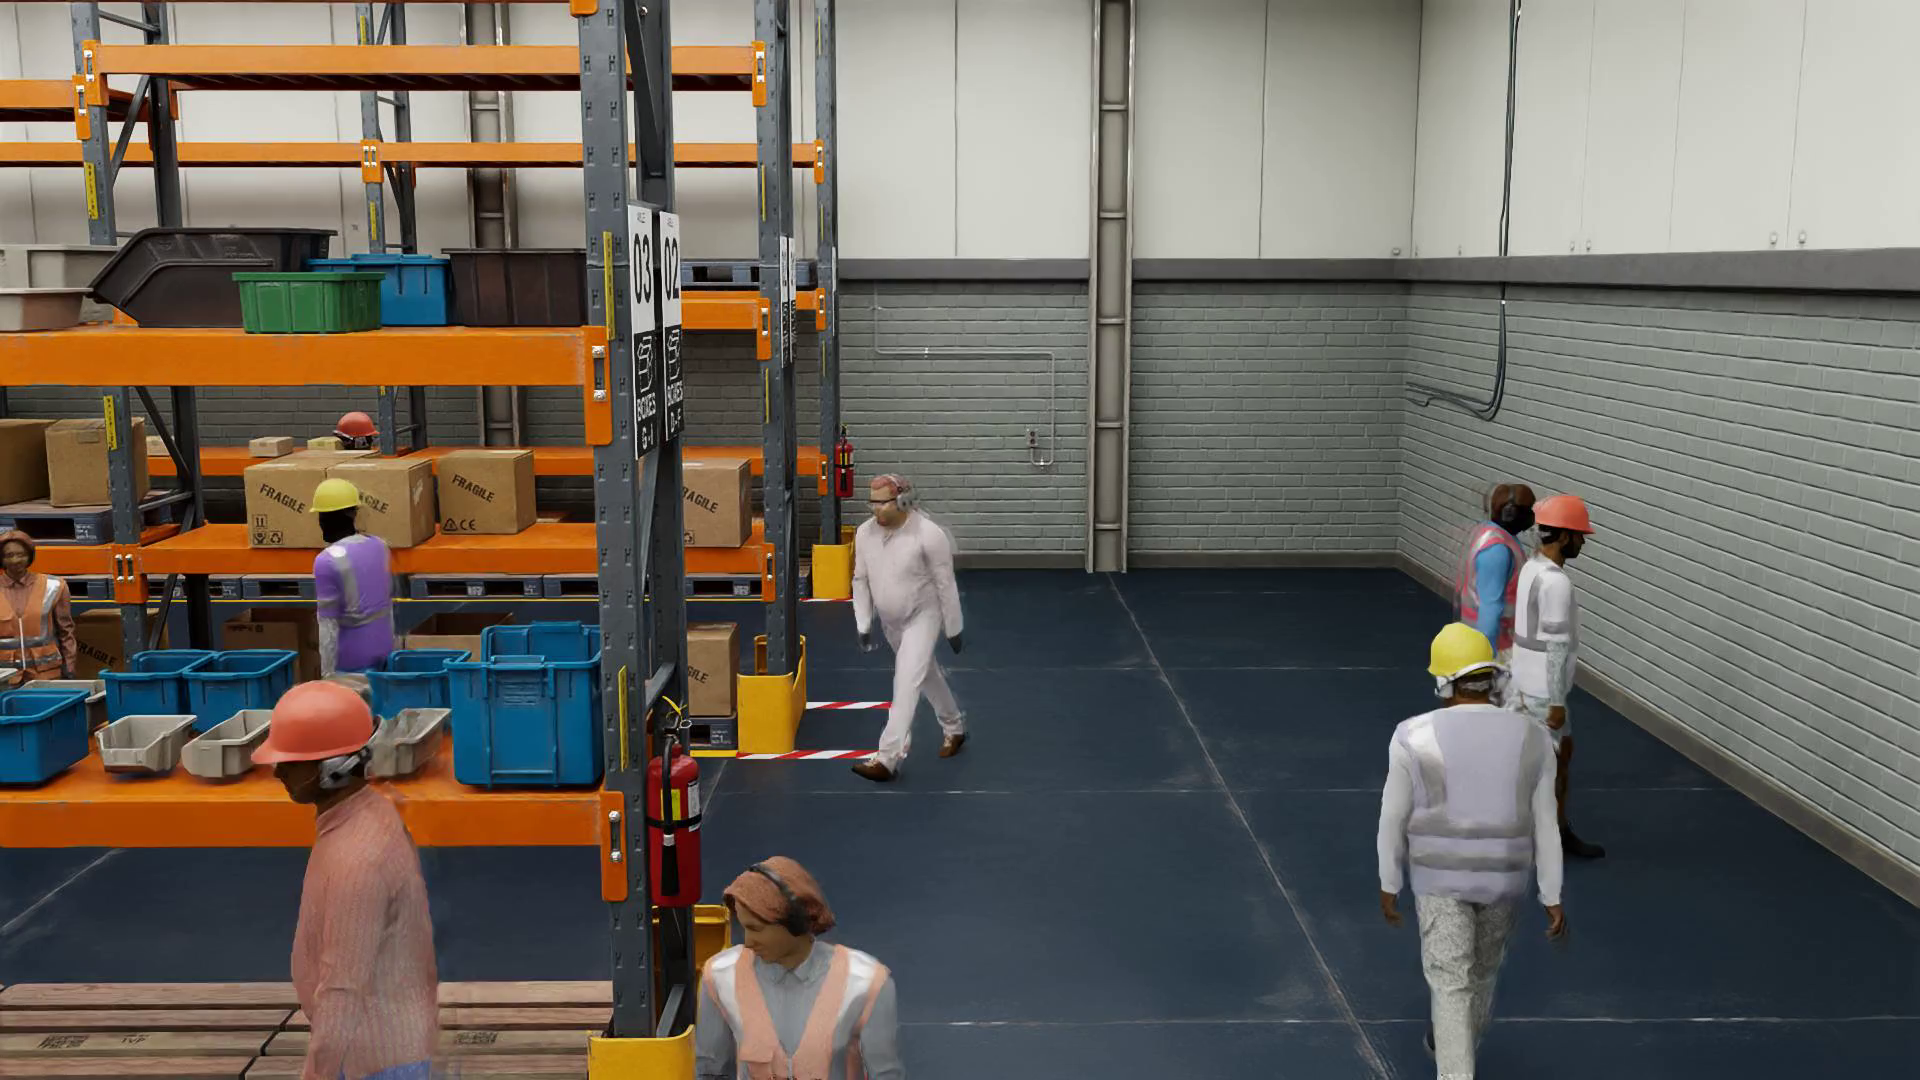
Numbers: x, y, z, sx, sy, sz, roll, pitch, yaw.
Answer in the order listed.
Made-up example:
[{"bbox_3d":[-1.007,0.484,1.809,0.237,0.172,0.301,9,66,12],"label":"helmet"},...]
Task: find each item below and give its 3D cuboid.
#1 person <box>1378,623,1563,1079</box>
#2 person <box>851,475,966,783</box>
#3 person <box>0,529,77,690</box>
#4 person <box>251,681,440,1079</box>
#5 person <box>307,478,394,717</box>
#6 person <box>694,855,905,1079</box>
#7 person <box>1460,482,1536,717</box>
[{"bbox_3d":[1.808,1.203,5.870,0.630,1.786,0.929,0,9,0],"label":"person"},{"bbox_3d":[-0.304,0.505,10.053,0.637,1.826,1.126,8,12,41],"label":"person"},{"bbox_3d":[-5.078,0.755,9.032,0.522,1.637,0.305,-5,11,-29],"label":"person"},{"bbox_3d":[-1.704,1.342,4.423,0.851,1.960,0.618,-4,10,-25],"label":"person"},{"bbox_3d":[-3.247,0.612,9.090,0.639,1.908,0.591,3,10,16],"label":"person"},{"bbox_3d":[-0.404,1.564,4.115,0.542,1.621,0.490,1,9,5],"label":"person"},{"bbox_3d":[3.117,0.581,9.512,0.499,1.825,0.656,3,10,19],"label":"person"}]
